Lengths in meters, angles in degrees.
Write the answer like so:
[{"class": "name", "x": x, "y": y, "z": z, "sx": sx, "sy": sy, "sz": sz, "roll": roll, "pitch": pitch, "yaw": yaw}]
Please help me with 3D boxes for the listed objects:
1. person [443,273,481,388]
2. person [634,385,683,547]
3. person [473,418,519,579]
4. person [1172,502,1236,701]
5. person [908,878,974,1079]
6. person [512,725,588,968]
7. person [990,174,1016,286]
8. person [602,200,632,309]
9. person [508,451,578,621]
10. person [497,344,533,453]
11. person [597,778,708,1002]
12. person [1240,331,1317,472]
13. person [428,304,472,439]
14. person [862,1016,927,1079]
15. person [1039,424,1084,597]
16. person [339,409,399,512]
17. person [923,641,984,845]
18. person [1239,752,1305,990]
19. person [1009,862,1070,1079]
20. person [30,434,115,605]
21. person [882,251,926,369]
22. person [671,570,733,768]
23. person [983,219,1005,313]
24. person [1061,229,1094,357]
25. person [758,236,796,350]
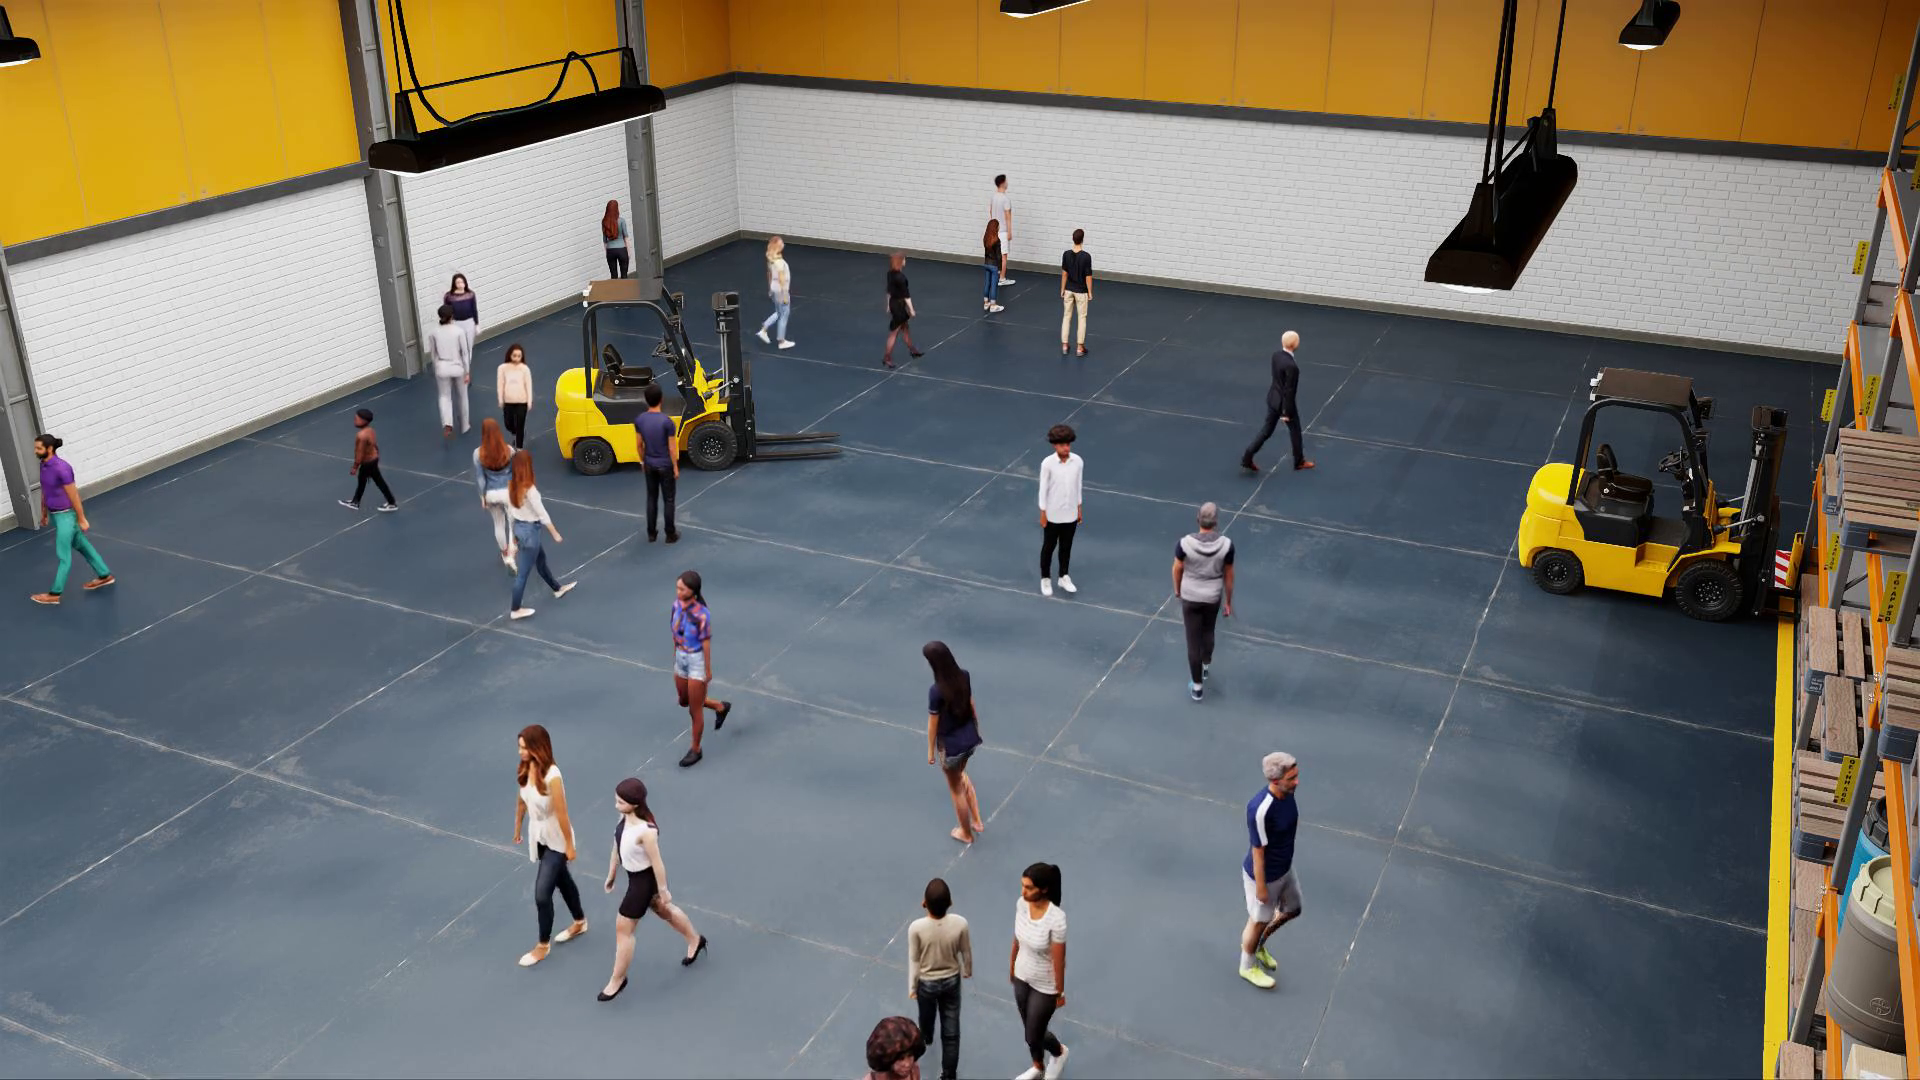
[{"class": "person", "x": -6.962, "y": -2.948, "z": 23.218, "sx": 1.026, "sy": 1.568, "sz": 1.029, "roll": -11, "pitch": 26, "yaw": -23}, {"class": "person", "x": -3.284, "y": -0.805, "z": 18.043, "sx": 0.662, "sy": 1.788, "sz": 0.589, "roll": 7, "pitch": 24, "yaw": 15}, {"class": "person", "x": -4.766, "y": -0.425, "z": 17.301, "sx": 0.937, "sy": 1.685, "sz": 1.107, "roll": -3, "pitch": 24, "yaw": -7}, {"class": "person", "x": 2.168, "y": 0.592, "z": 14.839, "sx": 0.902, "sy": 1.794, "sz": 1.009, "roll": -1, "pitch": 24, "yaw": -2}, {"class": "person", "x": -0.119, "y": 2.788, "z": 10.271, "sx": 0.901, "sy": 1.428, "sz": 1.073, "roll": -3, "pitch": 24, "yaw": -7}, {"class": "person", "x": -2.761, "y": 2.048, "z": 11.543, "sx": 0.942, "sy": 1.767, "sz": 0.803, "roll": -22, "pitch": 32, "yaw": -40}, {"class": "person", "x": 0.684, "y": -5.259, "z": 28.149, "sx": 0.770, "sy": 1.854, "sz": 0.762, "roll": -14, "pitch": 27, "yaw": -29}, {"class": "person", "x": -5.526, "y": -4.613, "z": 26.809, "sx": 0.649, "sy": 1.743, "sz": 0.652, "roll": 2, "pitch": 24, "yaw": 4}, {"class": "person", "x": -4.333, "y": -0.012, "z": 16.346, "sx": 1.113, "sy": 1.694, "sz": 0.854, "roll": -19, "pitch": 30, "yaw": -37}, {"class": "person", "x": -5.478, "y": -1.727, "z": 20.555, "sx": 0.725, "sy": 1.463, "sz": 0.790, "roll": 0, "pitch": 24, "yaw": 1}, {"class": "person", "x": -2.053, "y": 2.289, "z": 11.196, "sx": 1.111, "sy": 1.602, "sz": 0.918, "roll": -15, "pitch": 28, "yaw": -31}, {"class": "person", "x": 3.769, "y": -1.614, "z": 19.922, "sx": 1.265, "sy": 1.764, "sz": 1.219, "roll": -8, "pitch": 25, "yaw": -17}, {"class": "person", "x": -6.490, "y": -2.119, "z": 21.136, "sx": 0.912, "sy": 1.717, "sz": 1.042, "roll": -2, "pitch": 24, "yaw": -4}, {"class": "person", "x": -0.429, "y": 3.247, "z": 8.810, "sx": 1.069, "sy": 1.758, "sz": 1.006, "roll": -14, "pitch": 27, "yaw": -28}, {"class": "person", "x": 1.017, "y": -0.320, "z": 16.906, "sx": 0.690, "sy": 1.809, "sz": 0.751, "roll": -8, "pitch": 25, "yaw": -18}, {"class": "person", "x": -6.656, "y": -0.878, "z": 18.919, "sx": 0.867, "sy": 1.219, "sz": 0.890, "roll": -3, "pitch": 24, "yaw": -7}, {"class": "person", "x": 0.019, "y": 1.598, "z": 12.612, "sx": 0.675, "sy": 1.735, "sz": 0.797, "roll": -17, "pitch": 29, "yaw": -34}, {"class": "person", "x": 2.005, "y": 2.175, "z": 11.176, "sx": 0.766, "sy": 1.827, "sz": 0.619, "roll": 16, "pitch": 28, "yaw": 32}, {"class": "person", "x": 0.548, "y": 2.677, "z": 10.266, "sx": 0.751, "sy": 1.636, "sz": 0.702, "roll": -17, "pitch": 29, "yaw": -34}, {"class": "person", "x": -8.970, "y": -0.257, "z": 16.860, "sx": 0.849, "sy": 1.730, "sz": 1.166, "roll": 18, "pitch": 30, "yaw": 36}, {"class": "person", "x": -0.961, "y": -3.261, "z": 23.795, "sx": 1.056, "sy": 1.679, "sz": 0.937, "roll": -12, "pitch": 26, "yaw": -26}, {"class": "person", "x": -2.160, "y": 1.034, "z": 13.909, "sx": 0.704, "sy": 1.729, "sz": 0.955, "roll": 17, "pitch": 29, "yaw": 33}, {"class": "person", "x": 0.515, "y": -4.425, "z": 26.706, "sx": 0.638, "sy": 1.481, "sz": 0.625, "roll": -18, "pitch": 29, "yaw": -35}, {"class": "person", "x": 1.716, "y": -3.649, "z": 24.469, "sx": 0.641, "sy": 1.851, "sz": 0.555, "roll": 12, "pitch": 26, "yaw": 25}, {"class": "person", "x": -2.749, "y": -3.633, "z": 24.607, "sx": 0.942, "sy": 1.712, "sz": 0.872, "roll": -10, "pitch": 26, "yaw": -22}]
